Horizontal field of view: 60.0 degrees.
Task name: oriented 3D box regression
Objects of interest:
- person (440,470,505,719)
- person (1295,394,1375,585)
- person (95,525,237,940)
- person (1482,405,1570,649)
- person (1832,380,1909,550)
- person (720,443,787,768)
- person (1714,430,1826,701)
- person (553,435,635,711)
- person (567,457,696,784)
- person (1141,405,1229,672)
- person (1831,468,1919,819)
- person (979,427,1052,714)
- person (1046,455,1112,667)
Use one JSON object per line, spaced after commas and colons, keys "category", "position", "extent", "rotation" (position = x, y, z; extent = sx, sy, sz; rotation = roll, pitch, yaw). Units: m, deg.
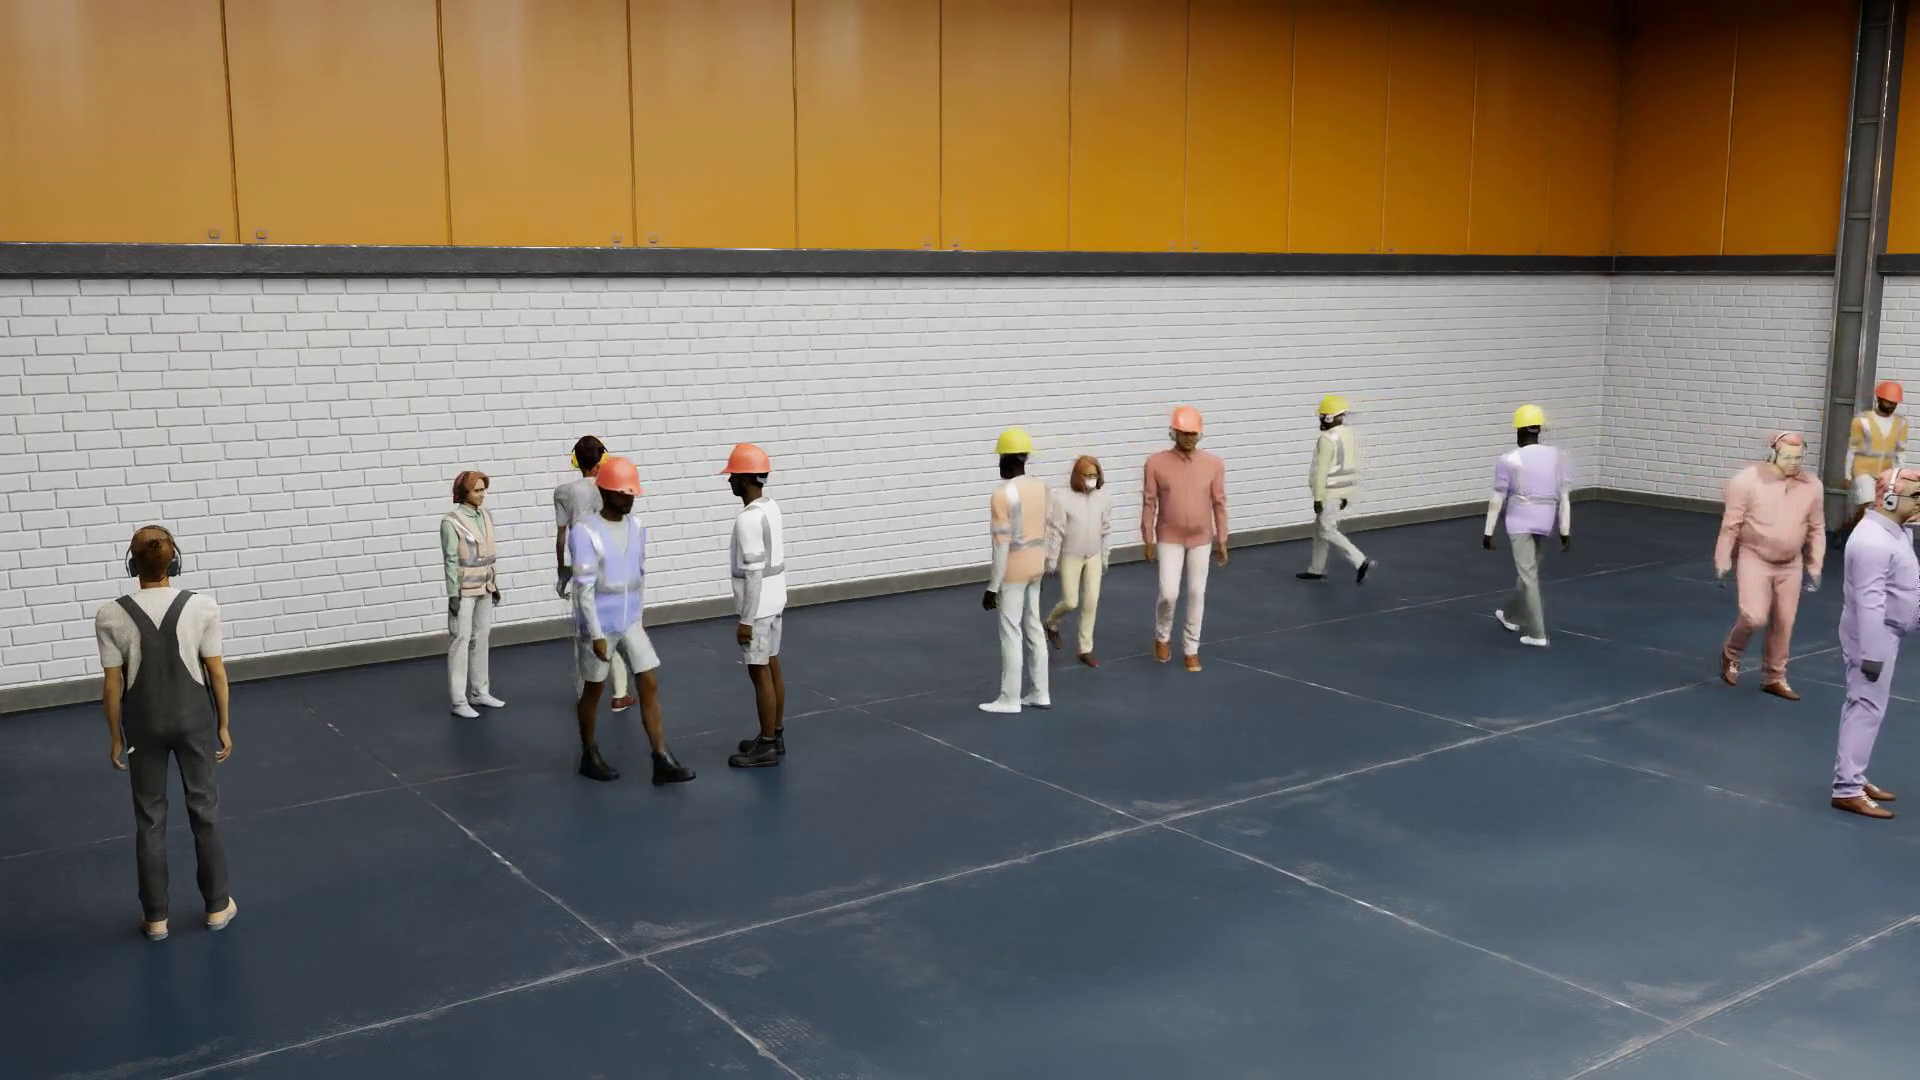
{"category": "person", "position": [-3.244, 0.352, 11.058], "extent": [0.310, 1.636, 0.523], "rotation": [3, 10, 18]}
{"category": "person", "position": [3.523, -0.454, 15.522], "extent": [0.770, 1.810, 0.598], "rotation": [6, 11, 33]}
{"category": "person", "position": [-3.502, 0.847, 7.362], "extent": [0.506, 1.846, 0.346], "rotation": [-4, 10, -24]}
{"category": "person", "position": [4.458, -0.128, 13.240], "extent": [0.611, 1.880, 0.943], "rotation": [-2, 9, -13]}
{"category": "person", "position": [9.239, -0.710, 16.917], "extent": [0.558, 1.882, 0.904], "rotation": [0, 9, -1]}
{"category": "person", "position": [-1.227, 0.389, 9.897], "extent": [0.373, 1.939, 0.545], "rotation": [1, 9, 9]}
{"category": "person", "position": [5.540, 0.171, 11.433], "extent": [0.710, 1.876, 0.519], "rotation": [0, 9, -3]}
{"category": "person", "position": [-2.444, 0.229, 11.121], "extent": [0.519, 1.865, 0.328], "rotation": [-1, 9, -4]}
{"category": "person", "position": [-1.893, 0.487, 9.427], "extent": [0.925, 1.892, 0.569], "rotation": [8, 12, 40]}
{"category": "person", "position": [1.657, -0.004, 12.221], "extent": [0.620, 1.979, 0.424], "rotation": [-1, 9, -4]}
{"category": "person", "position": [5.011, 0.547, 9.063], "extent": [0.396, 1.900, 0.655], "rotation": [6, 11, 34]}
{"category": "person", "position": [0.368, 0.206, 11.073], "extent": [0.371, 1.929, 0.587], "rotation": [7, 11, 37]}
{"category": "person", "position": [0.868, 0.136, 12.499], "extent": [0.505, 1.607, 0.547], "rotation": [-4, 10, -24]}
